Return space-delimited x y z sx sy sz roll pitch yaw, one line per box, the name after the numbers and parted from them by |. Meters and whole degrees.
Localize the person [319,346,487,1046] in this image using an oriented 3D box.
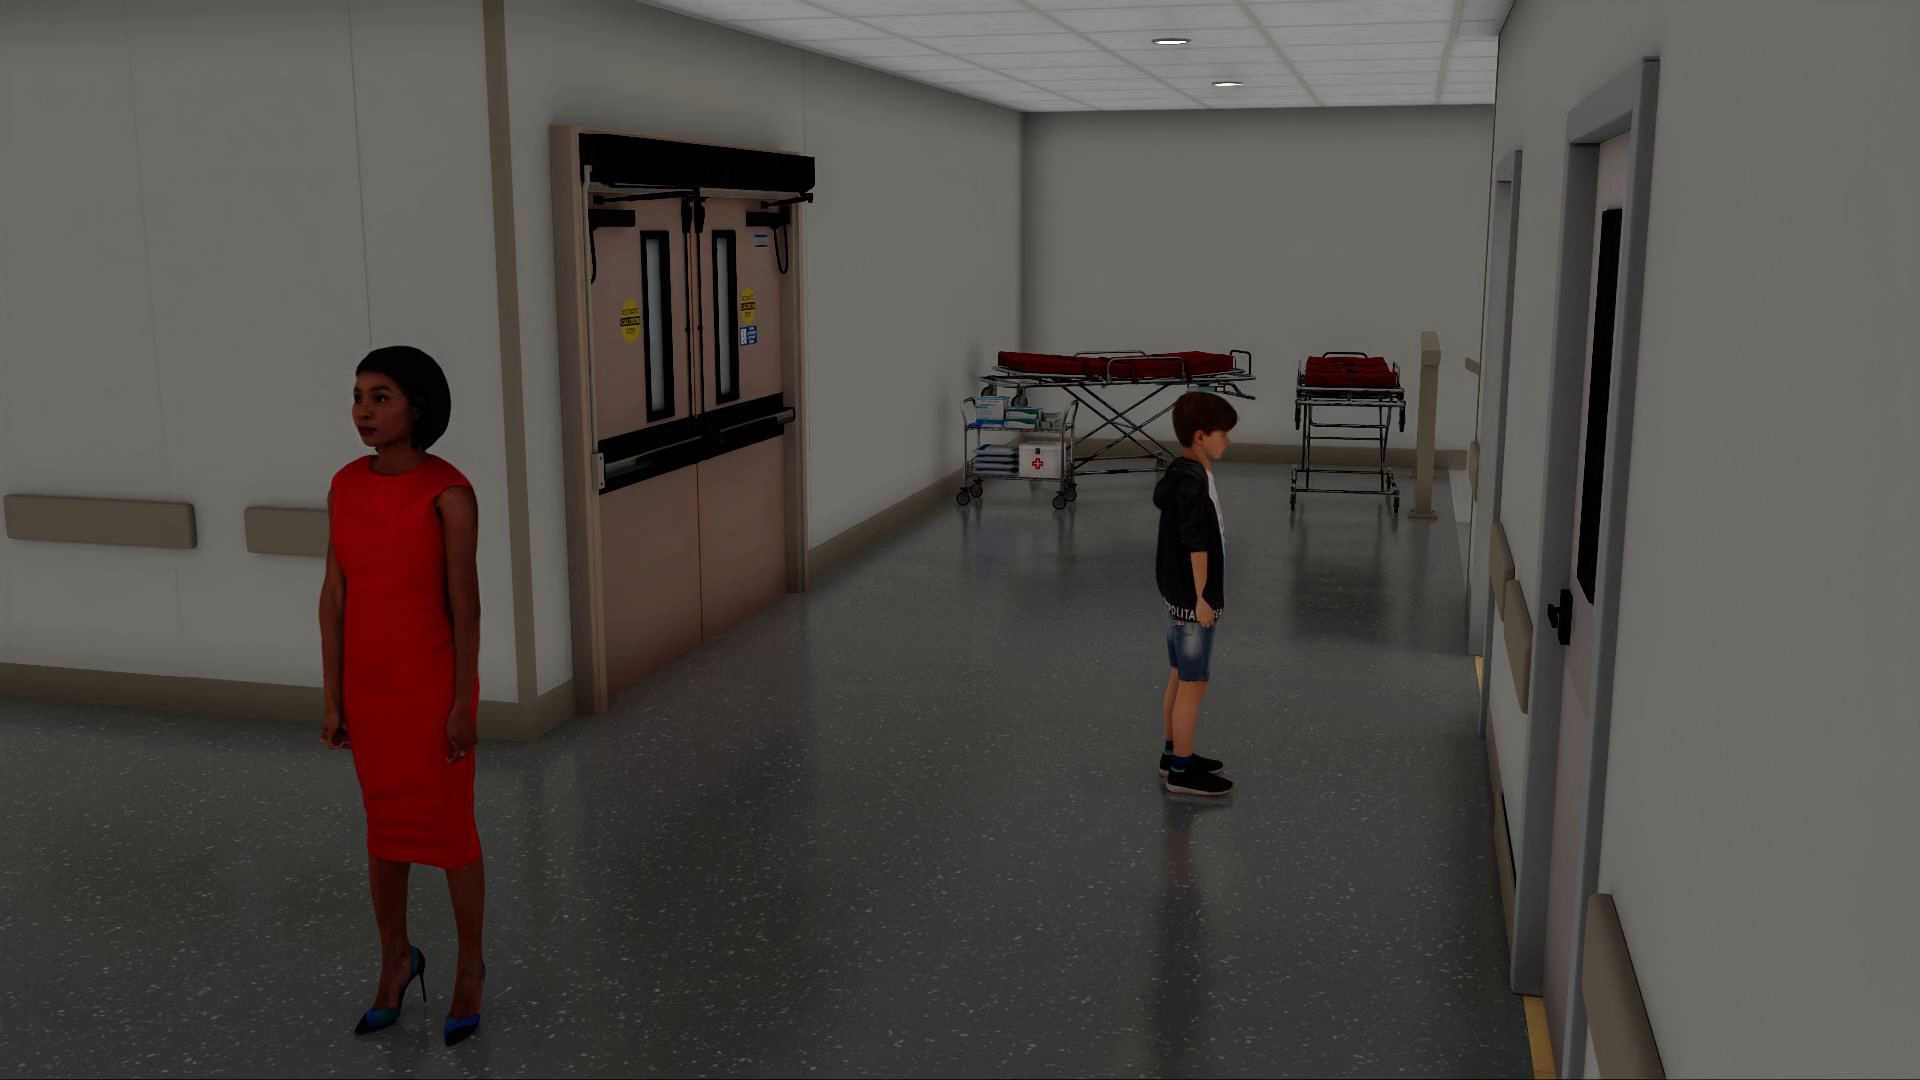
-1.365 0.389 4.146 0.565 1.743 0.488 3 11 16 | person

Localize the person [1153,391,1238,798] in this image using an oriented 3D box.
0.845 0.181 6.025 0.644 1.451 0.529 0 11 1 | person
